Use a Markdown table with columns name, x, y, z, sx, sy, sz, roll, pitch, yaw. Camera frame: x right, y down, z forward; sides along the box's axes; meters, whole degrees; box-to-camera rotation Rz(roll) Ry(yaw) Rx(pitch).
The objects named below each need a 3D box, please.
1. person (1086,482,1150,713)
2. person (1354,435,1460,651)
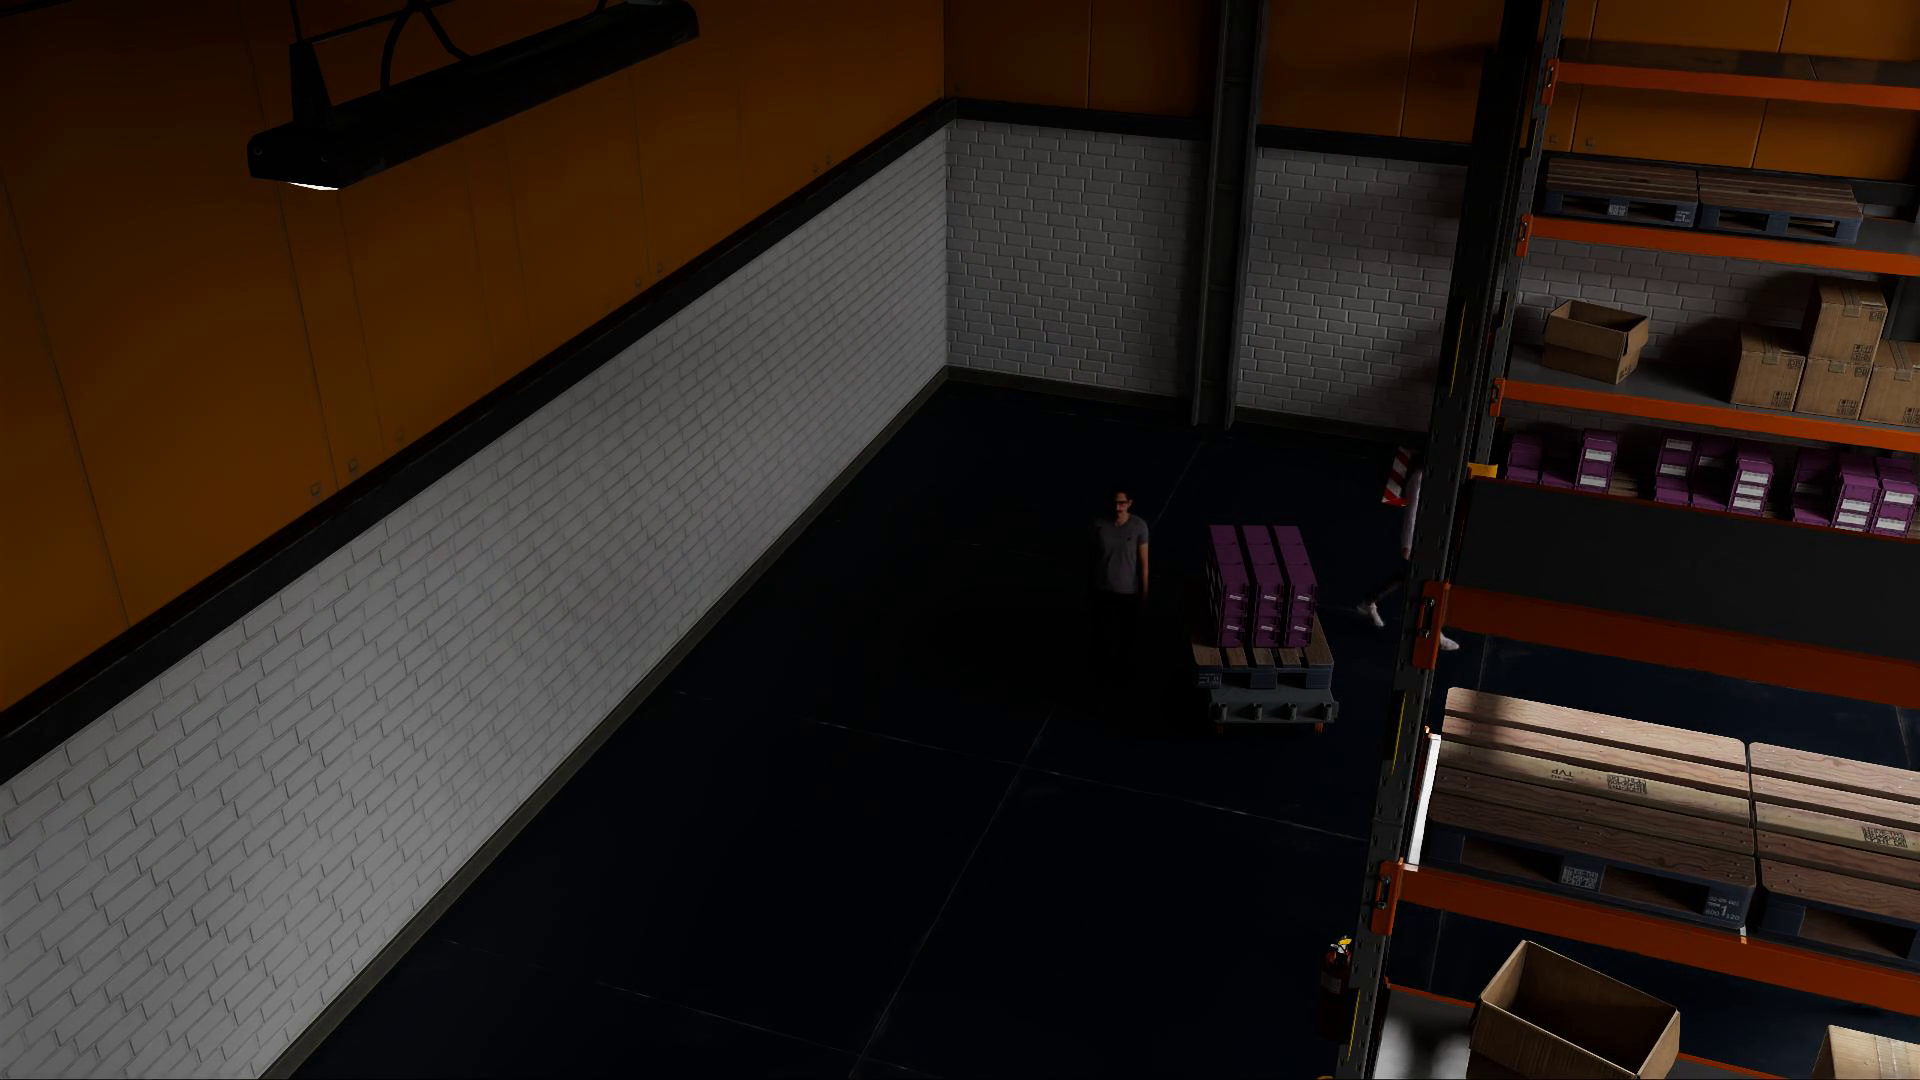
| name | x | y | z | sx | sy | sz | roll | pitch | yaw |
| --- | --- | --- | --- | --- | --- | --- | --- | --- | --- |
| person | 1.194 | 0.334 | 12.512 | 1.112 | 1.722 | 0.837 | 5 | 29 | 9 |
| person | 3.546 | -0.017 | 13.065 | 1.163 | 1.807 | 0.793 | 15 | 32 | 25 |
